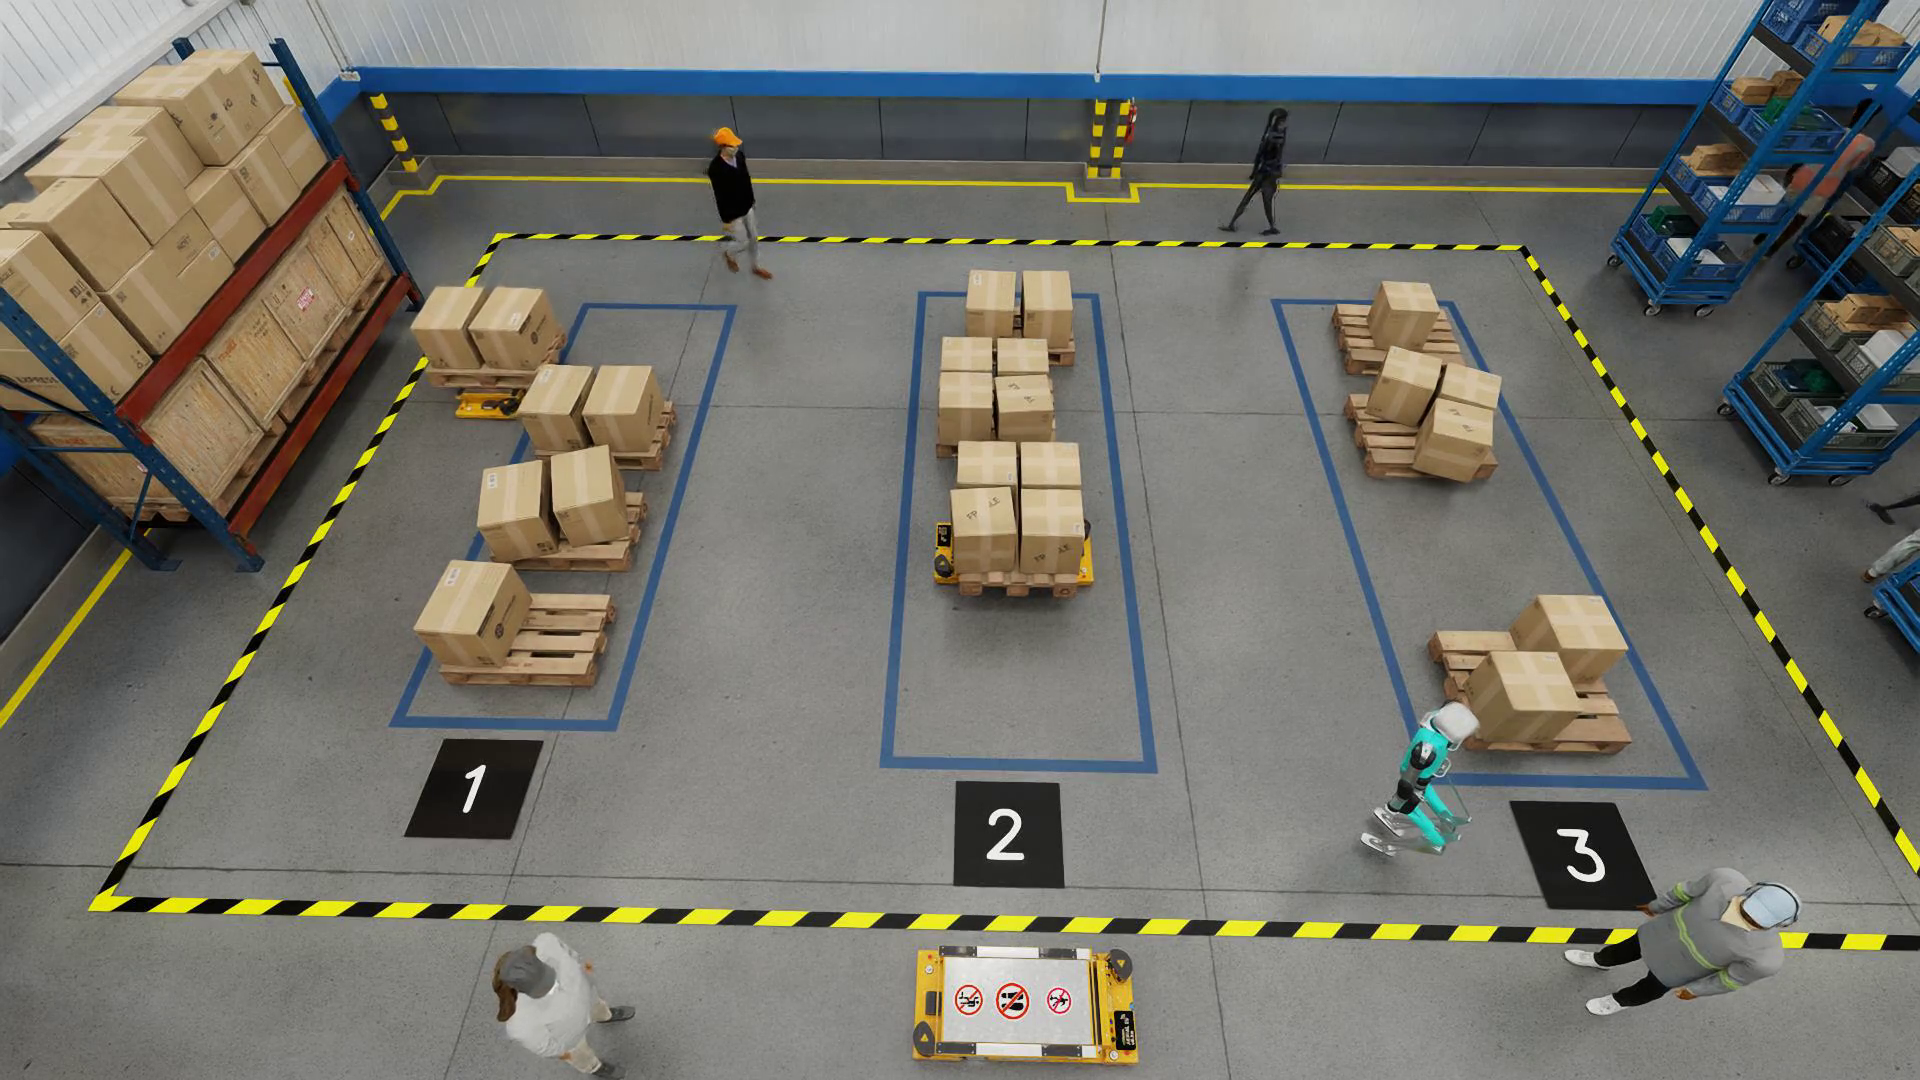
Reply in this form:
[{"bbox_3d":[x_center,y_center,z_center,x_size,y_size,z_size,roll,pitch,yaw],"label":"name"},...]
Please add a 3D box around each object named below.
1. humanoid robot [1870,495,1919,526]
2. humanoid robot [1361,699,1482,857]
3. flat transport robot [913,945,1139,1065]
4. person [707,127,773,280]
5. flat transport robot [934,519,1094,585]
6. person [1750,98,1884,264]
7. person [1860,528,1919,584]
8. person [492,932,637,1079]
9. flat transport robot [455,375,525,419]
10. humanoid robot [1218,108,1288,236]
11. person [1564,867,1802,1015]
[{"bbox_3d":[9.020,-0.576,8.072,0.591,1.626,0.760,-18,53,-14],"label":"humanoid robot"},{"bbox_3d":[3.168,1.701,6.067,0.735,1.674,0.533,35,59,25],"label":"humanoid robot"},{"bbox_3d":[0.422,3.041,6.007,1.431,0.231,0.659,1,51,1],"label":"flat transport robot"},{"bbox_3d":[-2.580,-3.842,10.585,0.507,1.868,0.610,23,54,18],"label":"person"},{"bbox_3d":[0.490,0.087,8.397,1.431,0.197,0.652,1,51,1],"label":"flat transport robot"},{"bbox_3d":[10.110,-4.226,10.850,0.726,1.940,0.618,-32,57,-23],"label":"person"},{"bbox_3d":[8.387,-0.192,7.565,0.352,1.937,0.634,-20,54,-15],"label":"person"},{"bbox_3d":[-2.281,2.708,5.311,0.400,1.764,0.565,0,51,0],"label":"person"},{"bbox_3d":[-4.940,-1.881,10.001,0.652,0.197,1.431,1,51,1],"label":"flat transport robot"},{"bbox_3d":[3.737,-4.472,11.257,0.793,1.623,0.613,-7,51,-5],"label":"humanoid robot"},{"bbox_3d":[4.312,2.426,5.487,0.362,1.852,0.593,0,51,0],"label":"person"}]
